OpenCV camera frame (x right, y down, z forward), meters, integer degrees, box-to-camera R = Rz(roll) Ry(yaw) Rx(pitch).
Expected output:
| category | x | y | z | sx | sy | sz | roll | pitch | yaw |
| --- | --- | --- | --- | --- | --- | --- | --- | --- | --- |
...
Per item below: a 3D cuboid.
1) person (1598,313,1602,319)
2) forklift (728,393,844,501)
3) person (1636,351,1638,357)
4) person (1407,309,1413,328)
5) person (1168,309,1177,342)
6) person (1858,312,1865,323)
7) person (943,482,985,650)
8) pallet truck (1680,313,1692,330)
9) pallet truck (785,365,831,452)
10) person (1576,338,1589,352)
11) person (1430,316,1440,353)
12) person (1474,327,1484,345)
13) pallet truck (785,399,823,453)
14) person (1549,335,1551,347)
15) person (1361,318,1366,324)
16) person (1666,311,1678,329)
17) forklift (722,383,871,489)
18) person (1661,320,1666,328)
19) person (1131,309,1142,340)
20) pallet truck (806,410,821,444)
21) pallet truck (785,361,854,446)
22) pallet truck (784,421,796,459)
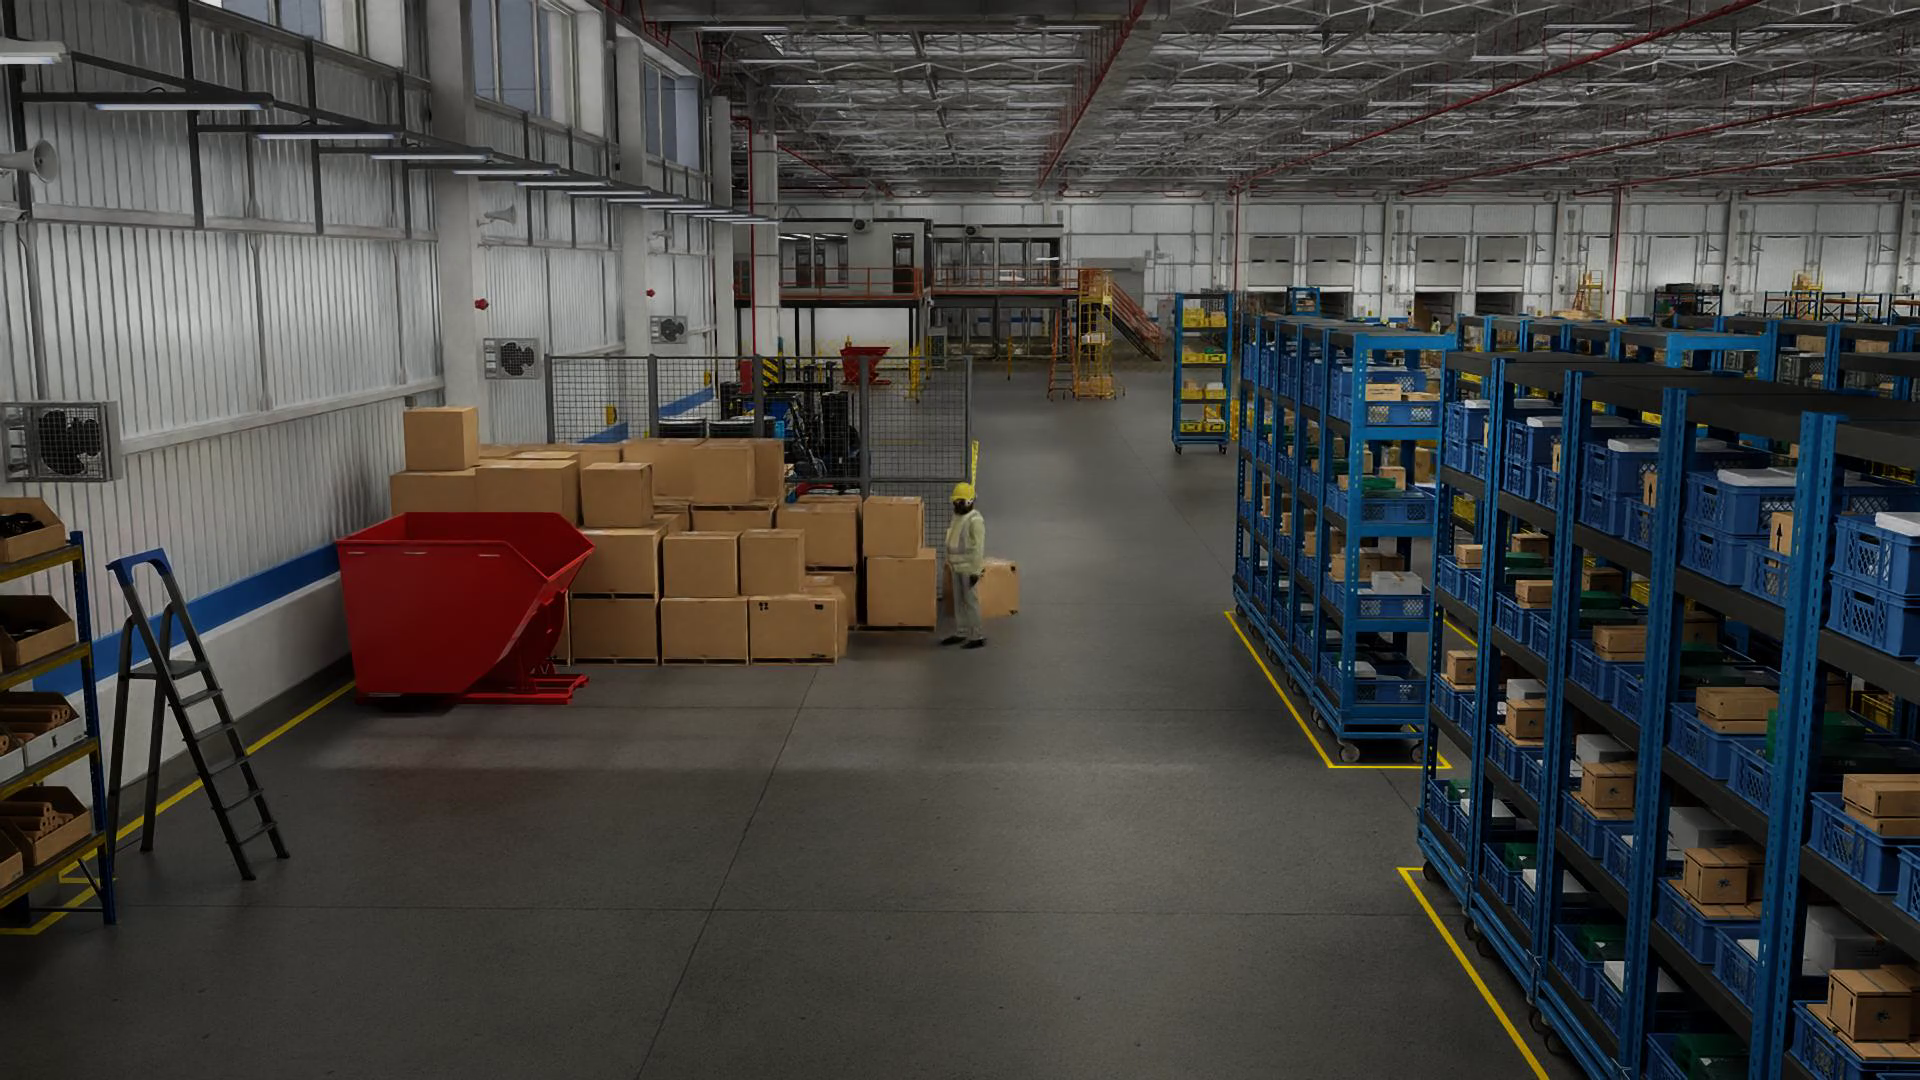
| category | x | y | z | sx | sy | sz | roll | pitch | yaw |
| --- | --- | --- | --- | --- | --- | --- | --- | --- | --- |
| person | 35.346 | -11.657 | 91.909 | 0.363 | 1.755 | 0.536 | 0 | 9 | 0 |
| forklift | -2.979 | -1.316 | 26.476 | 2.680 | 1.987 | 1.157 | 0 | 9 | 1 |
| person | 19.497 | -4.530 | 47.664 | 0.498 | 1.849 | 0.588 | -8 | 12 | -42 |
| person | 25.644 | -12.205 | 94.814 | 0.395 | 1.920 | 0.588 | 5 | 10 | 26 |
| person | 12.237 | -12.273 | 95.188 | 0.639 | 1.925 | 0.518 | 5 | 10 | 27 |
| person | 49.698 | -11.659 | 91.664 | 0.964 | 1.835 | 0.609 | -2 | 9 | -11 |
| person | 0.040 | 0.277 | 18.098 | 0.404 | 1.829 | 0.598 | -5 | 10 | -27 |
| pallet truck | 36.315 | -10.531 | 84.244 | 0.823 | 1.965 | 1.885 | -6 | 11 | -33 |
| pallet truck | -3.774 | -2.976 | 37.635 | 1.885 | 1.965 | 0.823 | 1 | 9 | 5 |
| person | 23.158 | -6.906 | 61.746 | 0.697 | 2.000 | 0.931 | -4 | 10 | -25 |
| person | 23.588 | -10.192 | 82.622 | 0.429 | 1.846 | 0.630 | -2 | 9 | -13 |
| person | 24.924 | -9.757 | 79.722 | 0.756 | 1.913 | 0.642 | -5 | 11 | -30 |
| pallet truck | -3.814 | -2.432 | 36.419 | 1.630 | 1.274 | 0.653 | 0 | 9 | 1 |
| person | 24.280 | -7.847 | 67.669 | 1.021 | 1.990 | 0.636 | 1 | 9 | 4 |
| person | 18.766 | -9.389 | 77.472 | 0.527 | 1.907 | 0.629 | -8 | 12 | -40 |
| person | 37.803 | -11.161 | 88.208 | 0.641 | 1.964 | 0.686 | -3 | 10 | -18 |
| forklift | -2.893 | -1.687 | 28.729 | 2.680 | 1.987 | 1.157 | 0 | 9 | -1 |
| person | 31.647 | -8.957 | 74.918 | 0.512 | 1.874 | 0.328 | -8 | 12 | -42 |
| person | 10.053 | -12.263 | 95.209 | 0.749 | 1.917 | 0.552 | -5 | 11 | -29 |
| pallet truck | -3.559 | -2.018 | 33.905 | 1.522 | 1.261 | 0.704 | 0 | 9 | -1 |
| pallet truck | -3.410 | -3.193 | 38.978 | 1.885 | 1.965 | 0.823 | 0 | 9 | -1 |
| pallet truck | -4.013 | -1.793 | 32.705 | 1.601 | 1.201 | 0.680 | 0 | 9 | 1 |
